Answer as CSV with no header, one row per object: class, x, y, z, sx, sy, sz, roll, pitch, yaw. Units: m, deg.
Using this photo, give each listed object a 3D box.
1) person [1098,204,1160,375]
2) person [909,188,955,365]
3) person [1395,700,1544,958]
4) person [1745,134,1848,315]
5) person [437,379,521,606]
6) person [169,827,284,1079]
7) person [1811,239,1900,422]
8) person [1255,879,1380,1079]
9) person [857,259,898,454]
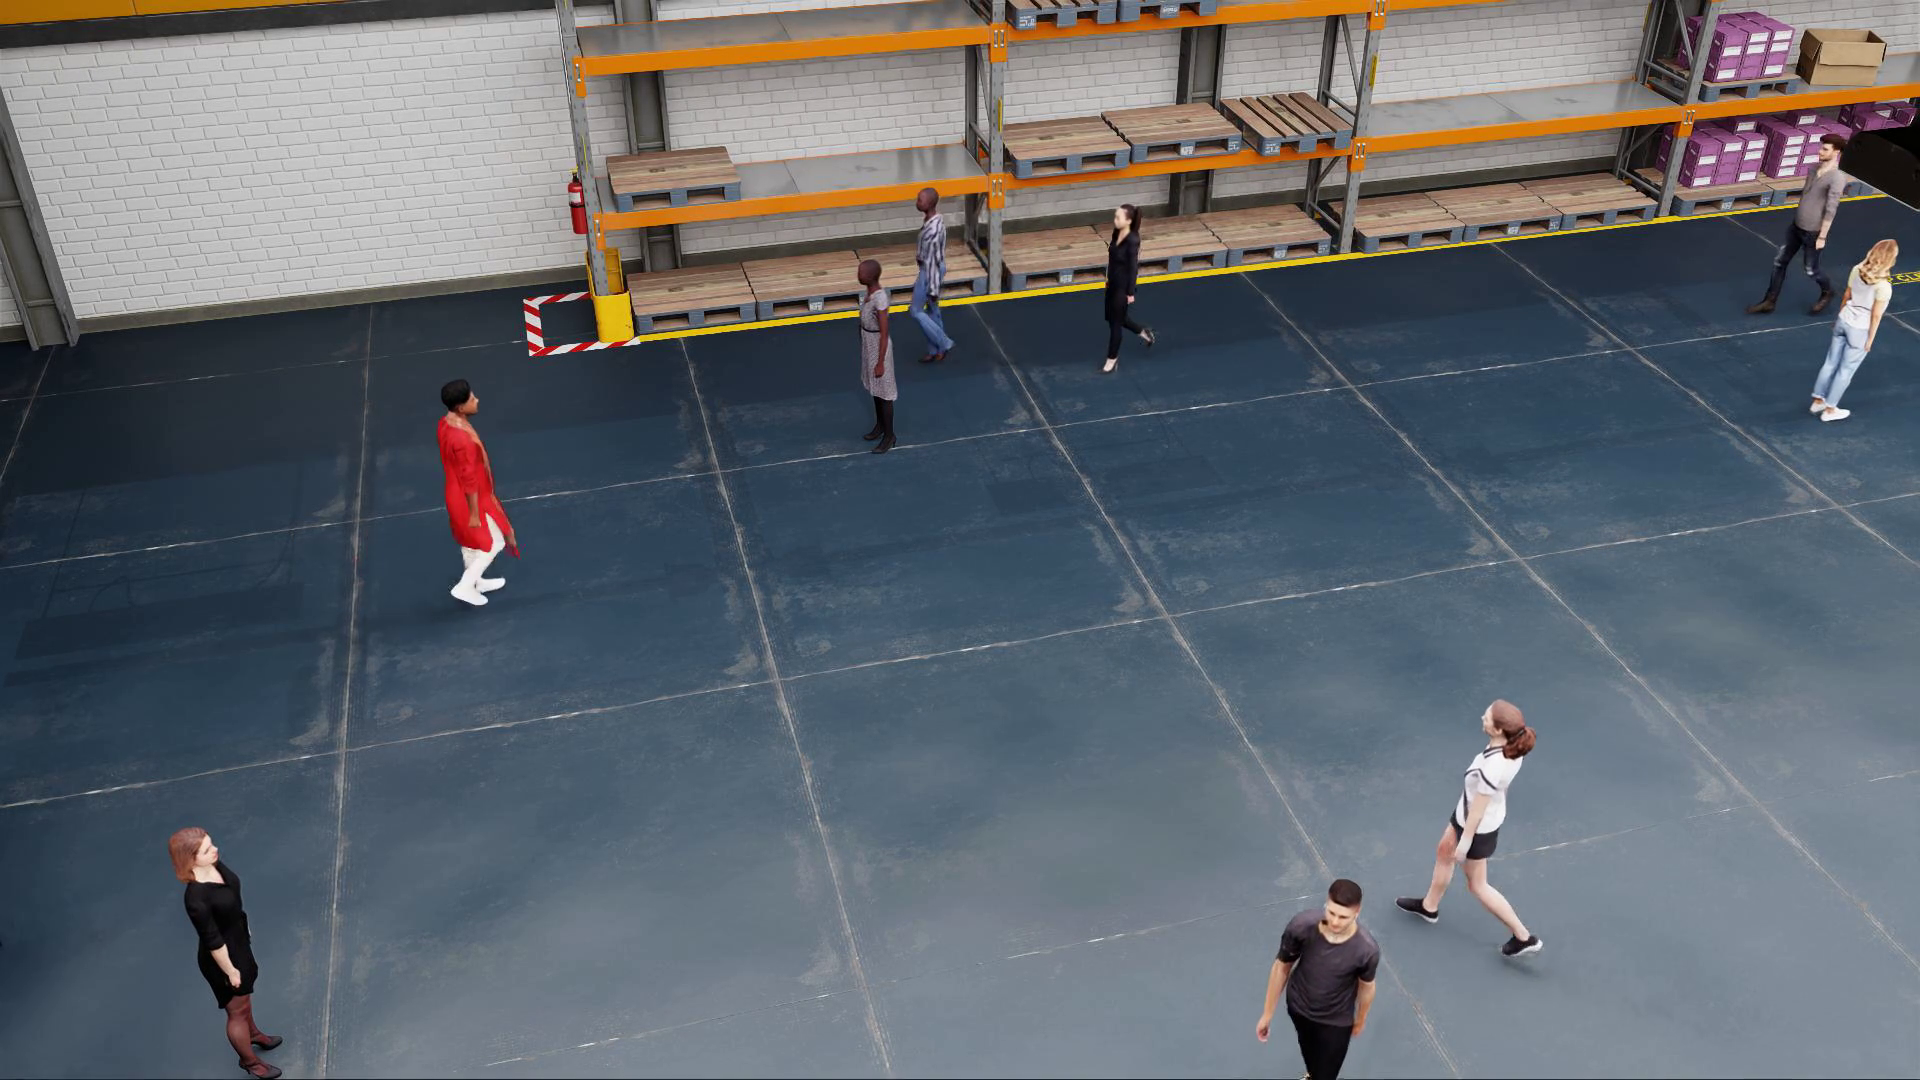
person,1.561,-2.350,15.523,0.881,1.702,0.652,-13,36,-19
person,-0.178,-2.456,15.608,0.737,1.785,0.715,0,34,0
person,3.026,1.676,9.451,1.109,1.719,1.067,19,38,26
person,8.491,-3.072,16.455,1.162,1.873,0.729,-7,34,-10
person,-3.732,-0.295,12.288,0.939,1.861,0.859,-24,41,-32
person,-3.856,2.162,8.731,0.478,1.706,0.577,-8,35,-12
person,7.943,-1.872,14.787,0.553,1.721,0.621,-11,35,-16
person,1.857,2.330,8.462,1.078,1.724,1.152,19,38,26
person,-0.714,-1.586,14.297,0.522,1.787,0.630,-10,35,-14
